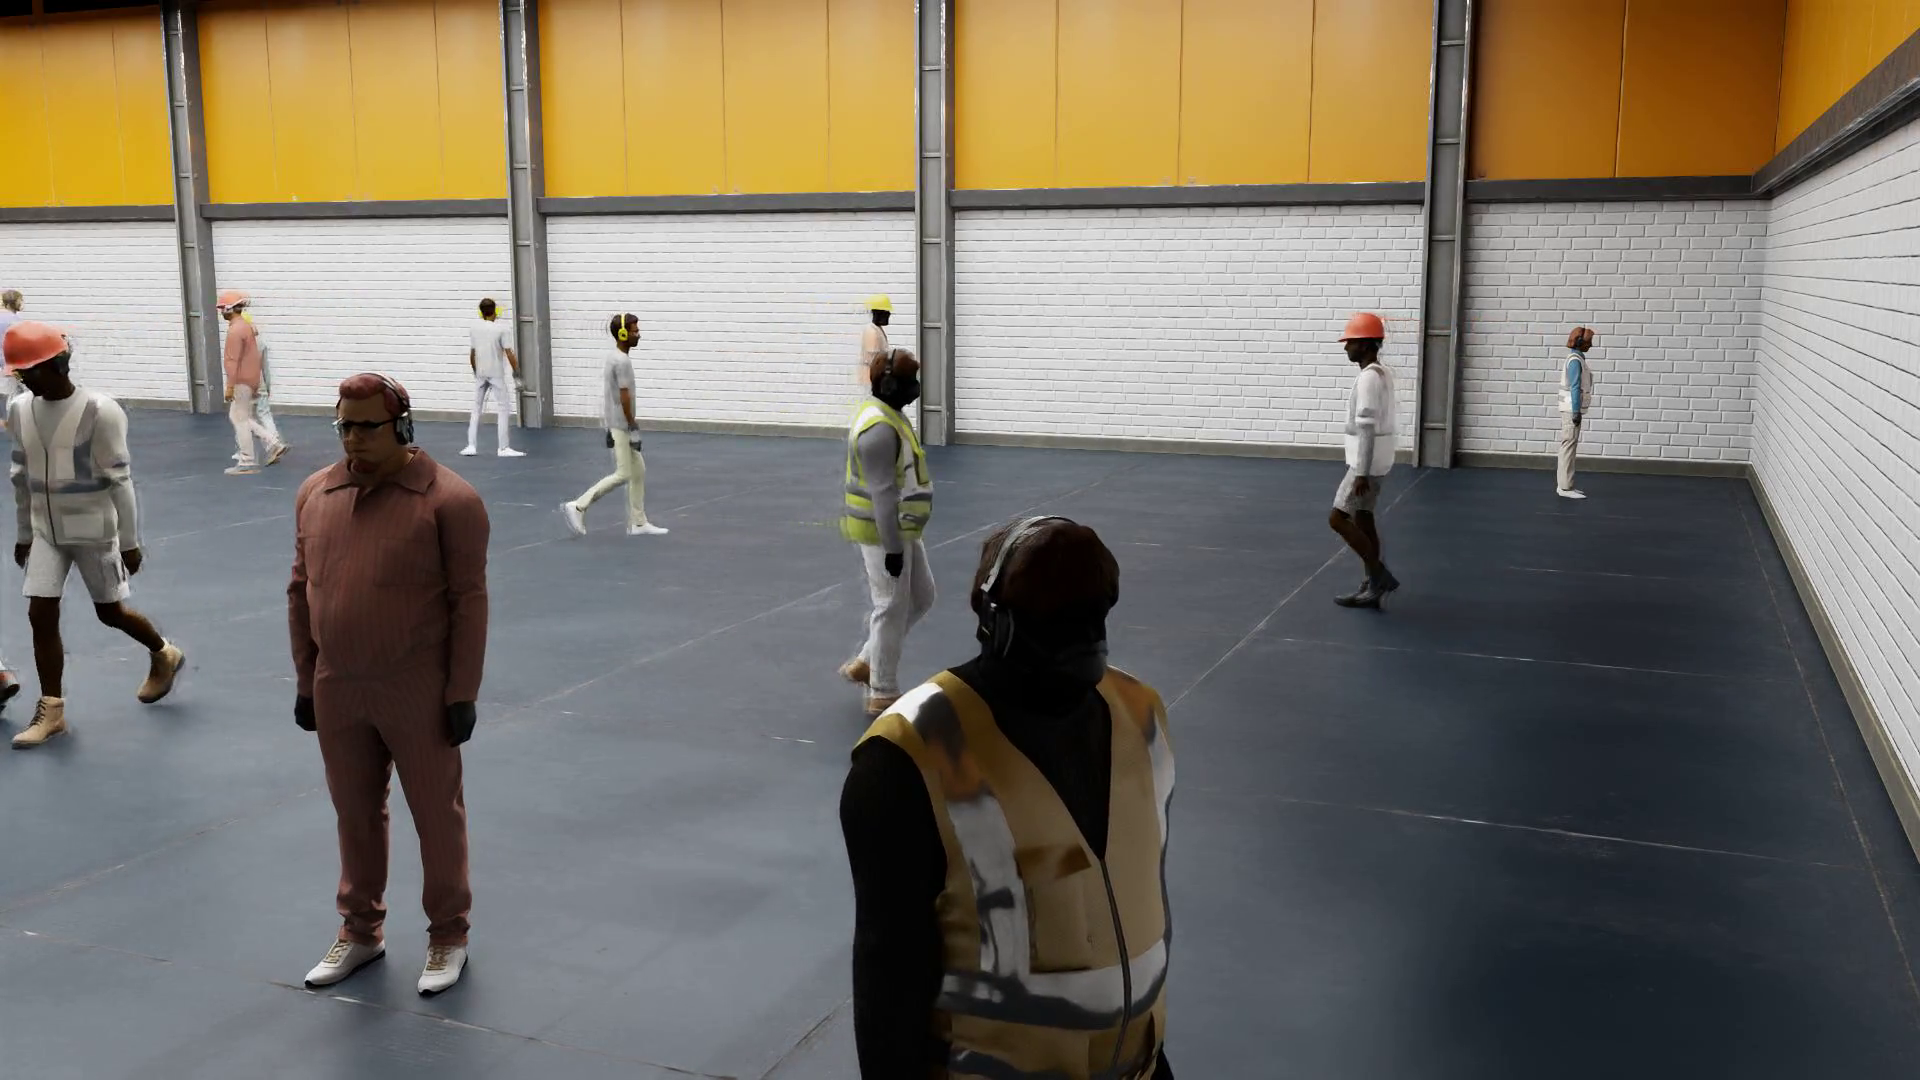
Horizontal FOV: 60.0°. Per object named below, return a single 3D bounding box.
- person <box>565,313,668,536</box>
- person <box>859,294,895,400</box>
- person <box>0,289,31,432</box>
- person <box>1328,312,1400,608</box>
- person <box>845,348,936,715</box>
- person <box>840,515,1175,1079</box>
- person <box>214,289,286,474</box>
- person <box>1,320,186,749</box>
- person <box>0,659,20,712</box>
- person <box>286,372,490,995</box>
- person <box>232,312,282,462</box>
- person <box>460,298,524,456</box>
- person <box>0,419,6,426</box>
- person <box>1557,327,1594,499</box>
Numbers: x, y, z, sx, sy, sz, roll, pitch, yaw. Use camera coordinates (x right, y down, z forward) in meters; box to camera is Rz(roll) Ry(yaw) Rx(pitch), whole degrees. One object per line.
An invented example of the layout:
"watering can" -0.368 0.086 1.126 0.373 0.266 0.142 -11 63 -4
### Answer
"person" -2.819 -0.925 13.559 0.751 1.848 0.518 -2 10 -10
"person" -0.820 -1.771 18.471 0.773 1.900 0.624 1 9 6
"person" -11.946 -2.212 21.087 0.436 1.925 0.656 -8 12 -41
"person" 2.587 -0.496 10.705 0.398 1.921 0.582 4 10 21
"person" -0.333 -0.032 8.182 0.451 1.824 0.648 0 9 3
"person" 0.118 0.868 2.689 0.634 1.839 0.429 -7 12 -38
"person" -7.617 -1.677 17.734 0.537 1.974 0.635 -2 10 -14
"person" -4.174 -0.071 7.951 0.666 1.999 0.884 2 10 11
"person" -5.077 -0.041 8.035 0.959 1.904 0.643 2 10 11
"person" -1.762 0.440 5.094 0.642 1.906 0.410 2 10 10
"person" -8.007 -1.731 18.847 0.861 1.708 0.497 8 12 41
"person" -5.485 -1.878 19.329 0.792 1.846 0.404 2 10 12
"person" -13.470 -2.422 23.058 0.529 1.697 0.321 8 12 41
"person" 5.893 -1.220 15.951 0.308 1.640 0.511 3 10 18
